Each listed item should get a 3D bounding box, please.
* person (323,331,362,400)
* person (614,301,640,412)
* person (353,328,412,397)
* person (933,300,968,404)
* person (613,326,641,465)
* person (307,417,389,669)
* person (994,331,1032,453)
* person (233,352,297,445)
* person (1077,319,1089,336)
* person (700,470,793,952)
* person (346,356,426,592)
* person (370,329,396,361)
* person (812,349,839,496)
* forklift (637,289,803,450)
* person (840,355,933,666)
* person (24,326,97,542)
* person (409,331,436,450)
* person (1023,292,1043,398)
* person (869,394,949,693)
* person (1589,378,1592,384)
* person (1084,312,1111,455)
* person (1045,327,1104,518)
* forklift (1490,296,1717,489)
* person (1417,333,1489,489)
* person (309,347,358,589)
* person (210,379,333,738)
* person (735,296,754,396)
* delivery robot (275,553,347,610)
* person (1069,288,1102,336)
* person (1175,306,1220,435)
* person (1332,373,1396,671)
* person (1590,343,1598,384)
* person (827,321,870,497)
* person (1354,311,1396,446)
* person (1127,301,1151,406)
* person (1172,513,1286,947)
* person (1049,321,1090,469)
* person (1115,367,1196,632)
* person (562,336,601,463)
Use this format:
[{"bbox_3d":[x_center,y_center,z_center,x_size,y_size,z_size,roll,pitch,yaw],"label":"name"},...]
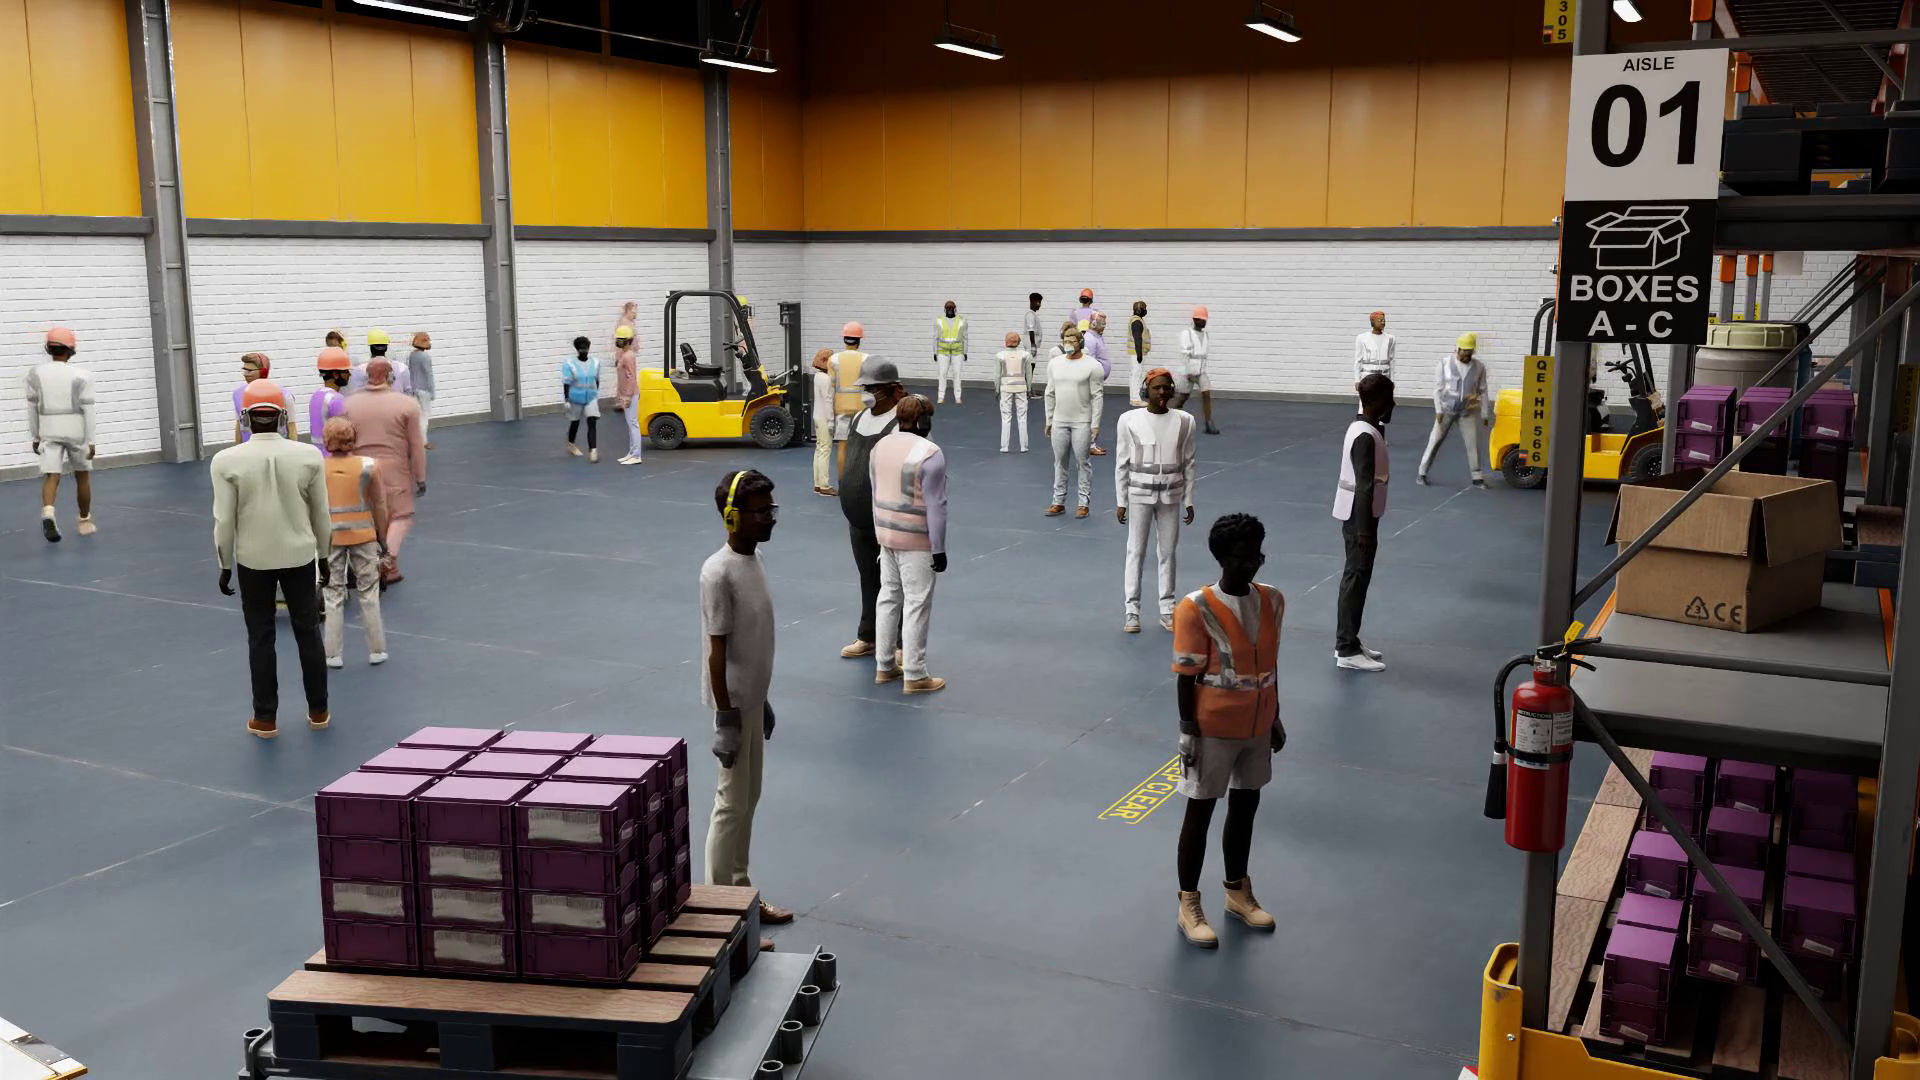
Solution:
[{"bbox_3d":[-7.158,-1.555,19.463,0.555,1.805,0.938,2,10,11],"label":"person"},{"bbox_3d":[-5.654,-3.095,28.143,0.502,1.870,0.667,-2,10,-11],"label":"person"},{"bbox_3d":[-5.857,-1.179,16.883,0.591,1.926,0.386,-8,13,-40],"label":"person"},{"bbox_3d":[-0.172,-3.351,29.705,0.633,1.841,0.429,0,10,0],"label":"person"},{"bbox_3d":[-4.236,-1.839,21.168,0.323,1.769,0.523,-2,10,-14],"label":"person"},{"bbox_3d":[-3.969,0.021,10.778,0.522,1.636,0.310,-3,10,-19],"label":"person"},{"bbox_3d":[0.717,-1.983,22.373,0.514,1.639,0.310,0,10,-2],"label":"person"},{"bbox_3d":[-5.967,-0.697,14.343,0.564,1.841,0.389,2,10,12],"label":"person"},{"bbox_3d":[1.722,-2.195,23.230,0.523,1.769,0.317,1,10,4],"label":"person"},{"bbox_3d":[-0.838,0.651,6.461,0.310,1.868,0.534,2,10,9],"label":"person"},{"bbox_3d":[-4.589,-0.515,13.227,0.652,1.884,0.750,1,10,9],"label":"person"},{"bbox_3d":[-8.051,-2.128,23.224,0.279,1.634,0.497,4,10,20],"label":"person"},{"bbox_3d":[-1.488,-1.308,18.481,0.280,1.633,0.503,-3,10,-18],"label":"person"},{"bbox_3d":[-3.358,-2.392,23.136,2.313,2.155,1.214,-1,10,-5],"label":"forklift"},{"bbox_3d":[-0.529,-0.191,10.835,0.688,2.000,0.536,10,14,44],"label":"person"},{"bbox_3d":[-8.365,-0.978,15.481,0.609,2.020,0.880,-2,10,-14],"label":"person"},{"bbox_3d":[-7.316,-2.036,22.718,0.527,1.622,0.364,9,13,43],"label":"person"},{"bbox_3d":[1.353,-3.605,30.839,0.379,1.959,0.603,0,10,-1],"label":"person"},{"bbox_3d":[-0.303,0.016,10.280,0.431,1.834,0.640,-8,12,-37],"label":"person"},{"bbox_3d":[9.352,-2.573,25.017,0.402,1.906,0.652,-1,10,-5],"label":"person"},{"bbox_3d":[1.810,-2.089,22.232,0.407,1.902,0.639,1,10,7],"label":"person"},{"bbox_3d":[1.147,-1.190,16.911,0.627,1.941,0.370,5,11,26],"label":"person"},{"bbox_3d":[7.296,-1.677,18.993,2.313,2.155,1.214,5,11,27],"label":"forklift"},{"bbox_3d":[5.715,-1.483,19.102,0.754,1.783,0.517,1,10,5],"label":"person"},{"bbox_3d":[-4.997,-0.577,13.367,0.376,1.939,0.547,-9,13,-41],"label":"person"},{"bbox_3d":[-3.827,0.100,9.282,0.614,1.993,0.395,-6,12,-32],"label":"person"},{"bbox_3d":[-3.853,-3.385,29.673,0.383,1.922,0.587,-4,11,-23],"label":"person"},{"bbox_3d":[-4.852,0.246,12.330,0.477,0.478,0.707,1,10,7],"label":"delivery robot"},{"bbox_3d":[2.297,-3.558,30.325,0.607,2.044,0.378,2,10,14],"label":"person"},{"bbox_3d":[3.505,-2.539,24.847,0.556,1.904,0.933,-6,11,-29],"label":"person"},{"bbox_3d":[2.610,-0.126,10.816,0.372,1.916,0.597,2,10,12],"label":"person"},{"bbox_3d":[9.218,-2.482,24.772,0.608,1.805,0.444,-7,12,-34],"label":"person"},{"bbox_3d":[-1.187,-1.442,18.376,0.551,1.934,0.373,1,10,4],"label":"person"},{"bbox_3d":[5.771,-2.238,23.139,0.584,1.884,0.347,-1,10,-8],"label":"person"},{"bbox_3d":[3.150,-3.277,29.284,0.429,1.844,0.623,0,10,1],"label":"person"},{"bbox_3d":[1.058,0.729,6.503,0.542,1.697,0.316,-6,11,-31],"label":"person"},{"bbox_3d":[1.360,-1.802,20.730,0.506,1.847,0.346,0,10,0],"label":"person"},{"bbox_3d":[1.387,-0.282,11.814,0.575,1.884,0.355,-1,10,-6],"label":"person"},{"bbox_3d":[-4.922,-1.839,21.554,0.542,1.640,0.876,-5,11,-28],"label":"person"}]
